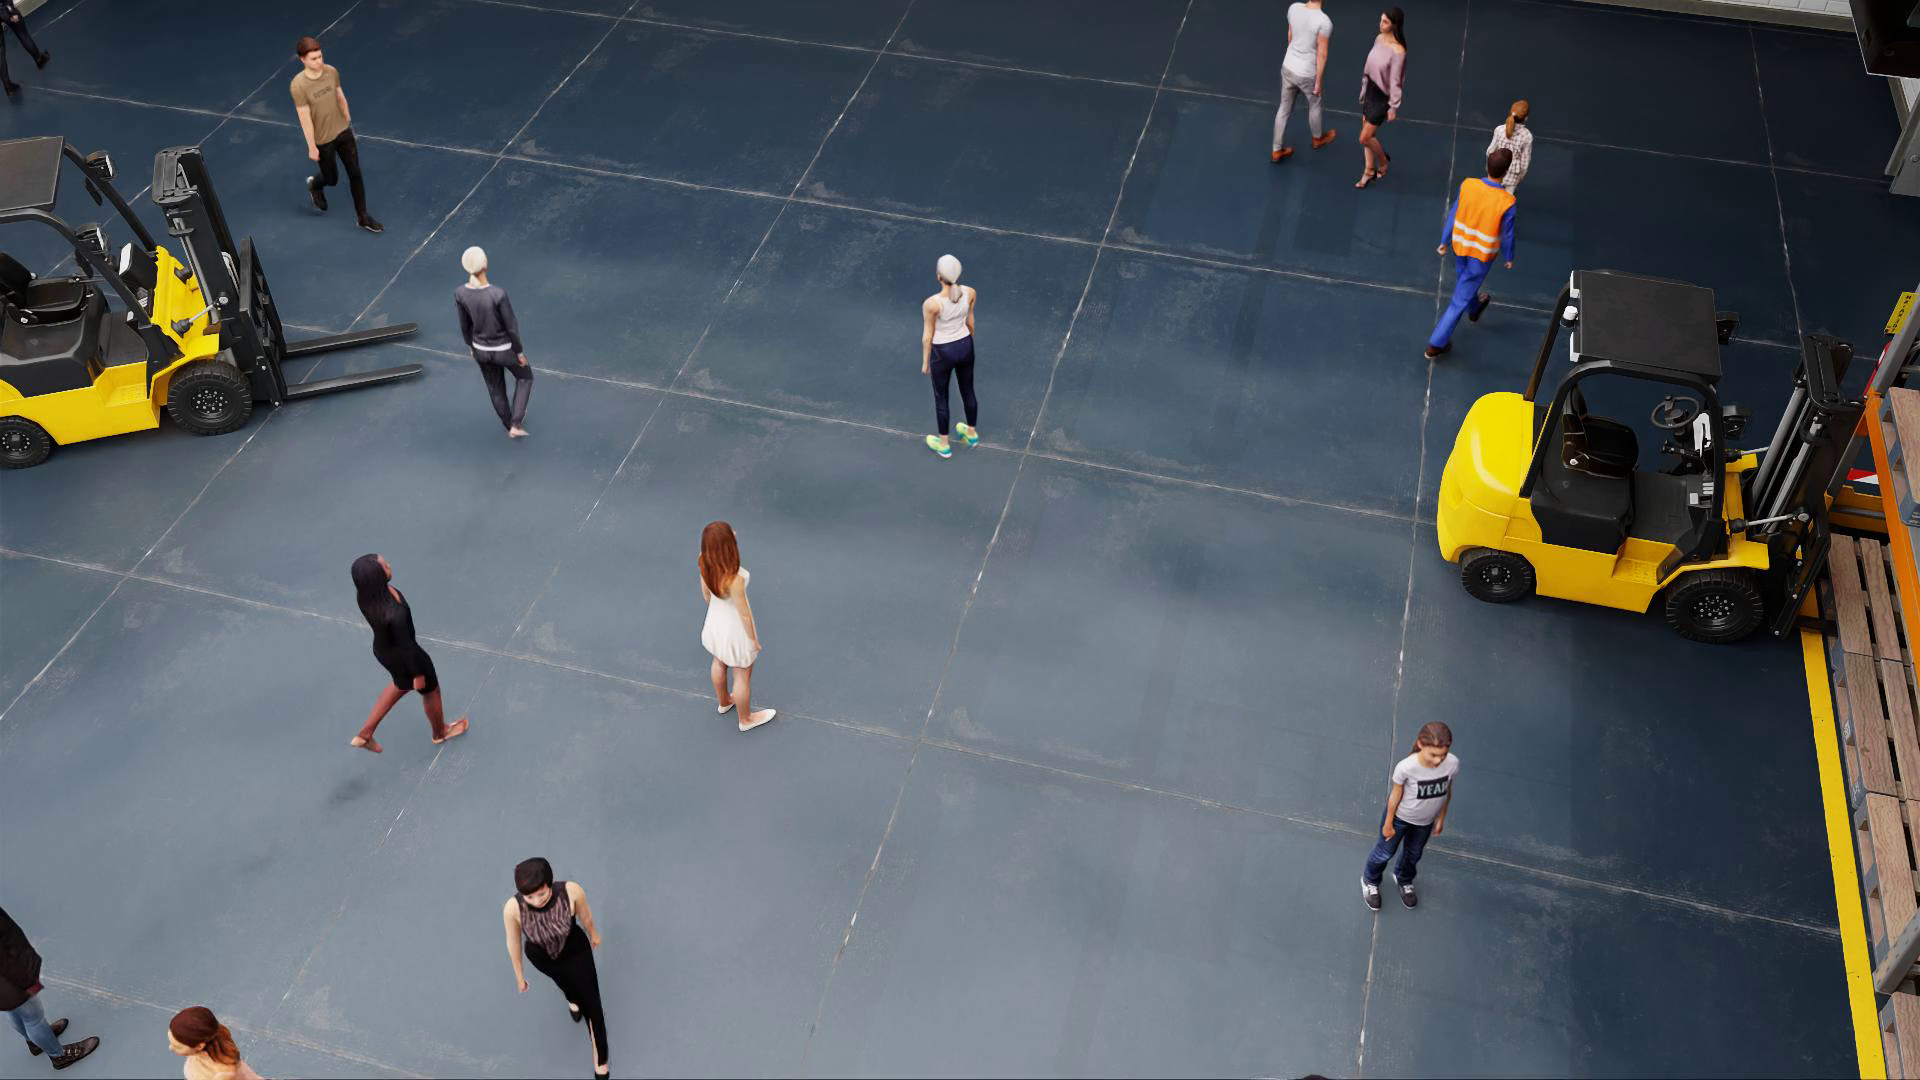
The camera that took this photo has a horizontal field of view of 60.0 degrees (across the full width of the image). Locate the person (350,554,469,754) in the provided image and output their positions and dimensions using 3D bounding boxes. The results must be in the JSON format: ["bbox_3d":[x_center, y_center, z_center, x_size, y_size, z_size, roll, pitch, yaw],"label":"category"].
[{"bbox_3d":[-3.512,0.768,10.246,1.053,1.705,0.921,-31,52,-28],"label":"person"}]

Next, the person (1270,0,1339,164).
[{"bbox_3d":[3.138,-4.352,15.551,1.150,1.800,1.049,-29,51,-27],"label":"person"}]

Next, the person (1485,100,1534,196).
[{"bbox_3d":[4.859,-3.315,14.817,0.583,1.311,0.572,22,48,22],"label":"person"}]

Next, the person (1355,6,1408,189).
[{"bbox_3d":[3.910,-4.014,15.196,0.863,1.800,0.793,-13,45,-13],"label":"person"}]

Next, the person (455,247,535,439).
[{"bbox_3d":[-3.516,-1.417,12.529,0.680,1.718,0.683,4,44,4],"label":"person"}]

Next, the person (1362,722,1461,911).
[{"bbox_3d":[2.592,1.554,9.525,0.604,1.561,0.633,-7,44,-7],"label":"person"}]

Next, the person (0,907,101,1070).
[{"bbox_3d":[-5.052,2.254,8.737,0.707,1.635,0.709,26,49,25],"label":"person"}]

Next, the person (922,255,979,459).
[{"bbox_3d":[-0.057,-1.383,12.508,0.686,1.698,0.745,-22,48,-21],"label":"person"}]

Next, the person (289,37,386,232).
[{"bbox_3d":[-5.647,-3.596,14.737,0.975,1.828,1.102,26,49,24],"label":"person"}]

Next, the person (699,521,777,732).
[{"bbox_3d":[-1.455,0.533,10.493,0.667,1.703,0.645,-34,53,-30],"label":"person"}]

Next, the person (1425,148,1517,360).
[{"bbox_3d":[4.064,-2.241,13.319,1.277,1.822,1.113,-32,52,-29],"label":"person"}]

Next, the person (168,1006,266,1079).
[{"bbox_3d":[-3.372,2.741,8.089,0.783,1.823,0.732,-25,49,-24],"label":"person"}]

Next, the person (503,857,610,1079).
[{"bbox_3d":[-2.154,2.133,8.910,0.895,1.572,1.051,-11,45,-11],"label":"person"}]
